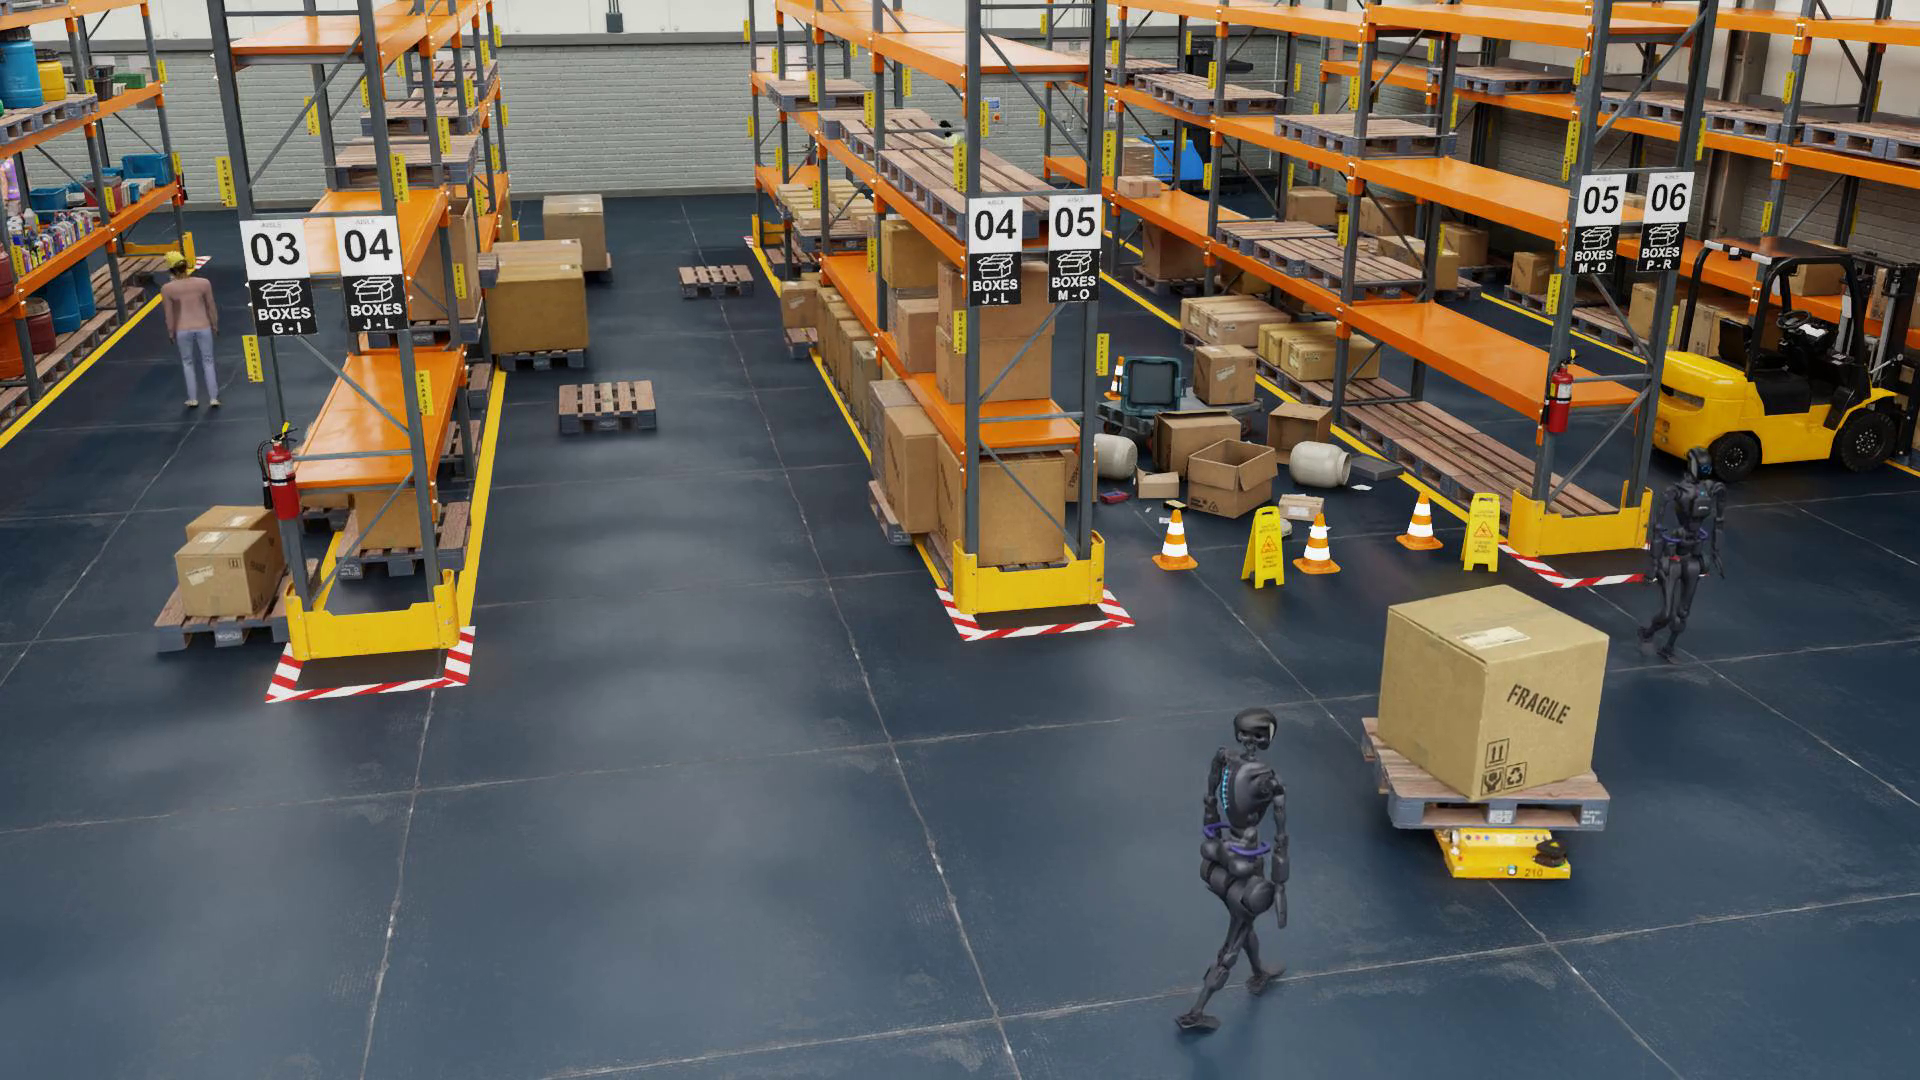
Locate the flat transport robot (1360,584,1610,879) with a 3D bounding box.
[{"bbox_3d":[3.088,1.577,9.958,0.659,0.231,1.431,0,20,1],"label":"flat transport robot"}]

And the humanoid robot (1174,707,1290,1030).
[{"bbox_3d":[1.362,1.567,8.033,0.791,1.620,0.609,-12,24,-30],"label":"humanoid robot"}]

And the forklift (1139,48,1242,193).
[{"bbox_3d":[4.566,-8.313,32.860,1.873,2.768,1.129,-4,21,-12],"label":"forklift"}]

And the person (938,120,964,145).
[{"bbox_3d":[-0.108,-6.970,30.972,0.667,1.662,0.319,6,21,15],"label":"person"}]

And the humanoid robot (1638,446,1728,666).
[{"bbox_3d":[5.176,0.117,11.869,0.593,1.648,0.336,-4,21,-10],"label":"humanoid robot"}]

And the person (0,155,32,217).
[{"bbox_3d":[-15.367,-5.562,27.145,0.350,1.688,0.489,11,23,27],"label":"person"}]

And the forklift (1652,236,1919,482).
[{"bbox_3d":[8.013,-1.814,16.330,2.313,2.155,1.214,-4,21,-12],"label":"forklift"}]

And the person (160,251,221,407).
[{"bbox_3d":[-8.441,-2.296,18.301,0.544,1.761,0.342,-11,23,-28],"label":"person"}]
